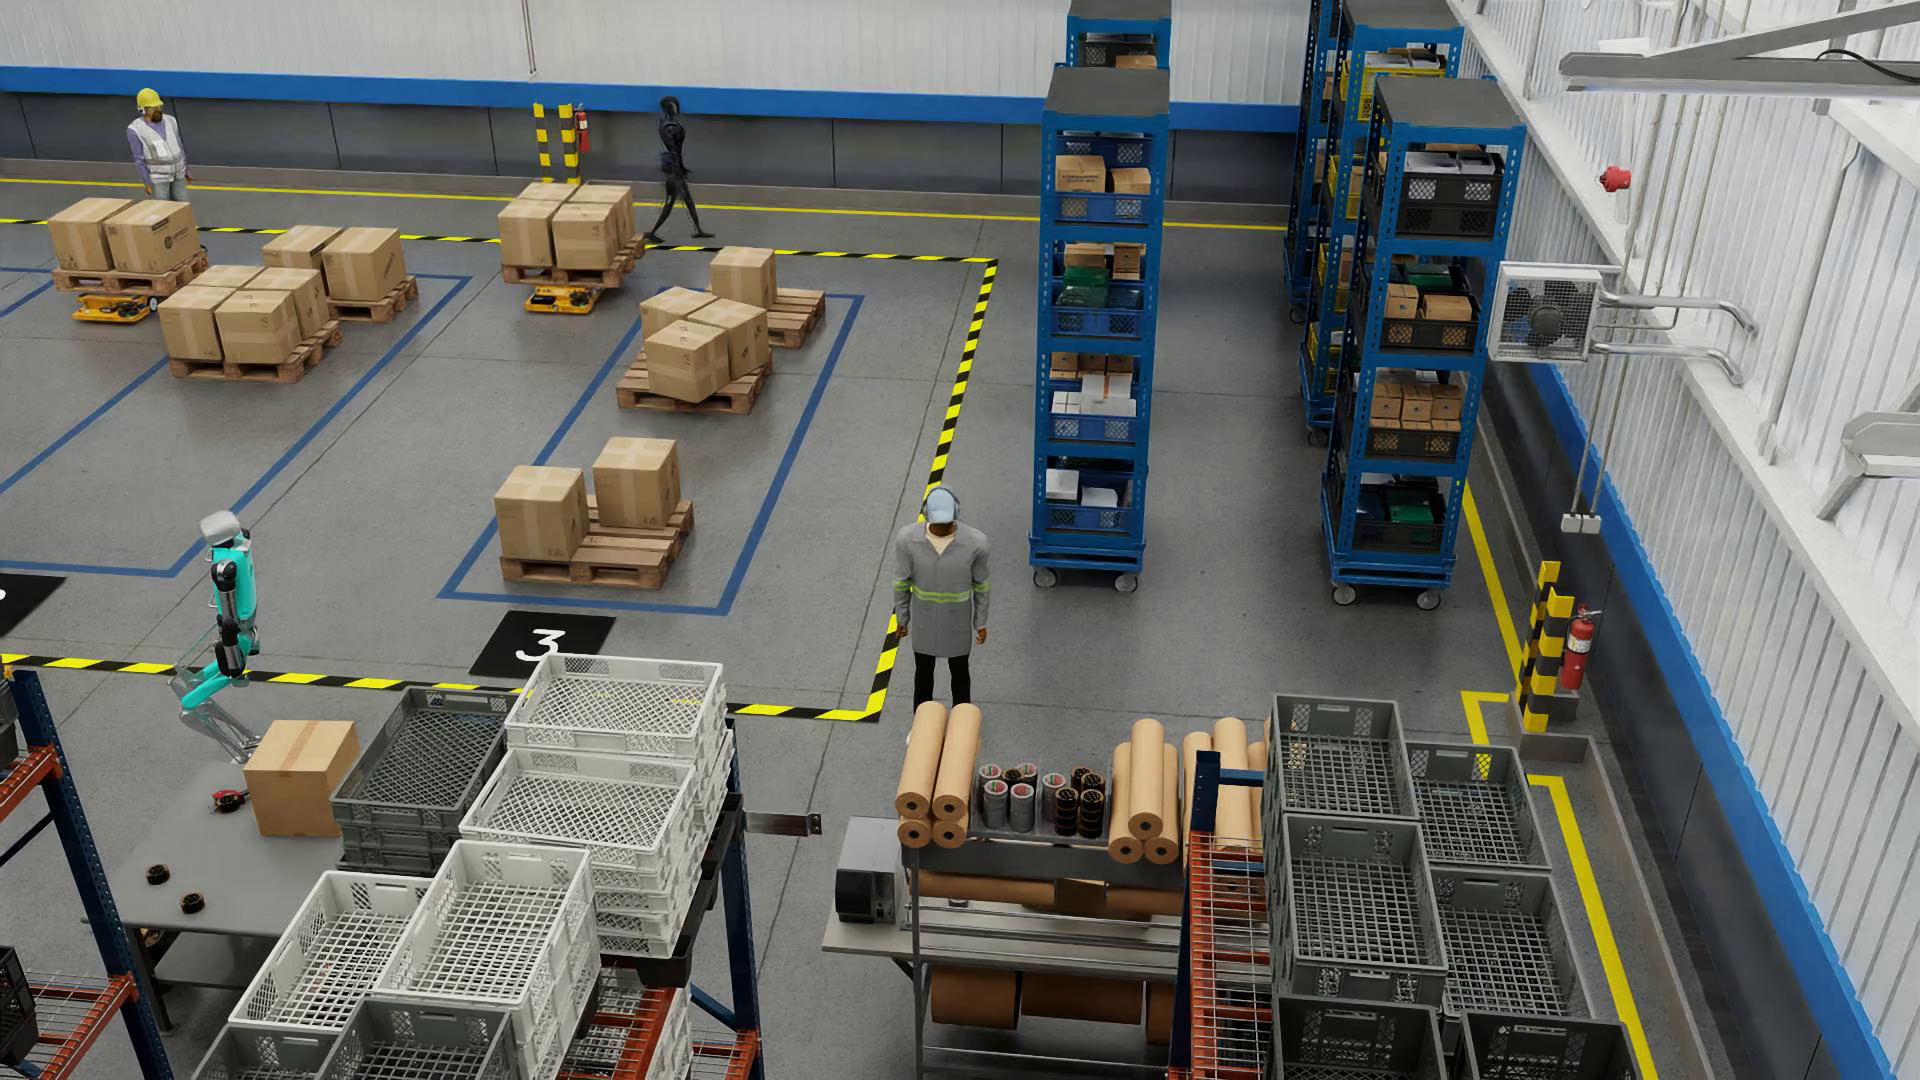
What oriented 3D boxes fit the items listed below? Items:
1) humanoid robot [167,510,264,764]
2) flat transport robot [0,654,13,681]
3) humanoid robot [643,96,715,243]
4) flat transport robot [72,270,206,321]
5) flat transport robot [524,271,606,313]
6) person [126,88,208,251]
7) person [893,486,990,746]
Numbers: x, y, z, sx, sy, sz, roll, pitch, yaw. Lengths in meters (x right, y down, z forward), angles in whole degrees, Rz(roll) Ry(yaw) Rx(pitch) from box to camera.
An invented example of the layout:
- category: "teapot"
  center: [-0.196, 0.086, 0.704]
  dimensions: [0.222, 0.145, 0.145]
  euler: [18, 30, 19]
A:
- category: "humanoid robot"
  center: [-4.519, 0.624, 10.008]
  dimensions: [0.735, 1.677, 0.533]
  euler: [-5, 31, -9]
- category: "flat transport robot"
  center: [-7.142, 0.969, 11.010]
  dimensions: [1.431, 0.231, 0.659]
  euler: [3, 30, 6]
- category: "humanoid robot"
  center: [-3.160, -4.080, 18.330]
  dimensions: [0.786, 1.632, 0.603]
  euler: [-2, 30, -3]
- category: "flat transport robot"
  center: [-8.450, -2.610, 17.129]
  dimensions: [0.652, 0.197, 1.431]
  euler: [3, 30, 6]
- category: "flat transport robot"
  center: [-3.995, -2.731, 17.336]
  dimensions: [0.652, 0.197, 1.431]
  euler: [3, 30, 6]
- category: "person"
  center: [-8.528, -3.931, 17.867]
  dimensions: [0.404, 1.836, 0.589]
  euler: [16, 34, 25]
- category: "person"
  center: [-0.118, 0.490, 10.257]
  dimensions: [0.598, 1.850, 0.388]
  euler: [3, 30, 6]
